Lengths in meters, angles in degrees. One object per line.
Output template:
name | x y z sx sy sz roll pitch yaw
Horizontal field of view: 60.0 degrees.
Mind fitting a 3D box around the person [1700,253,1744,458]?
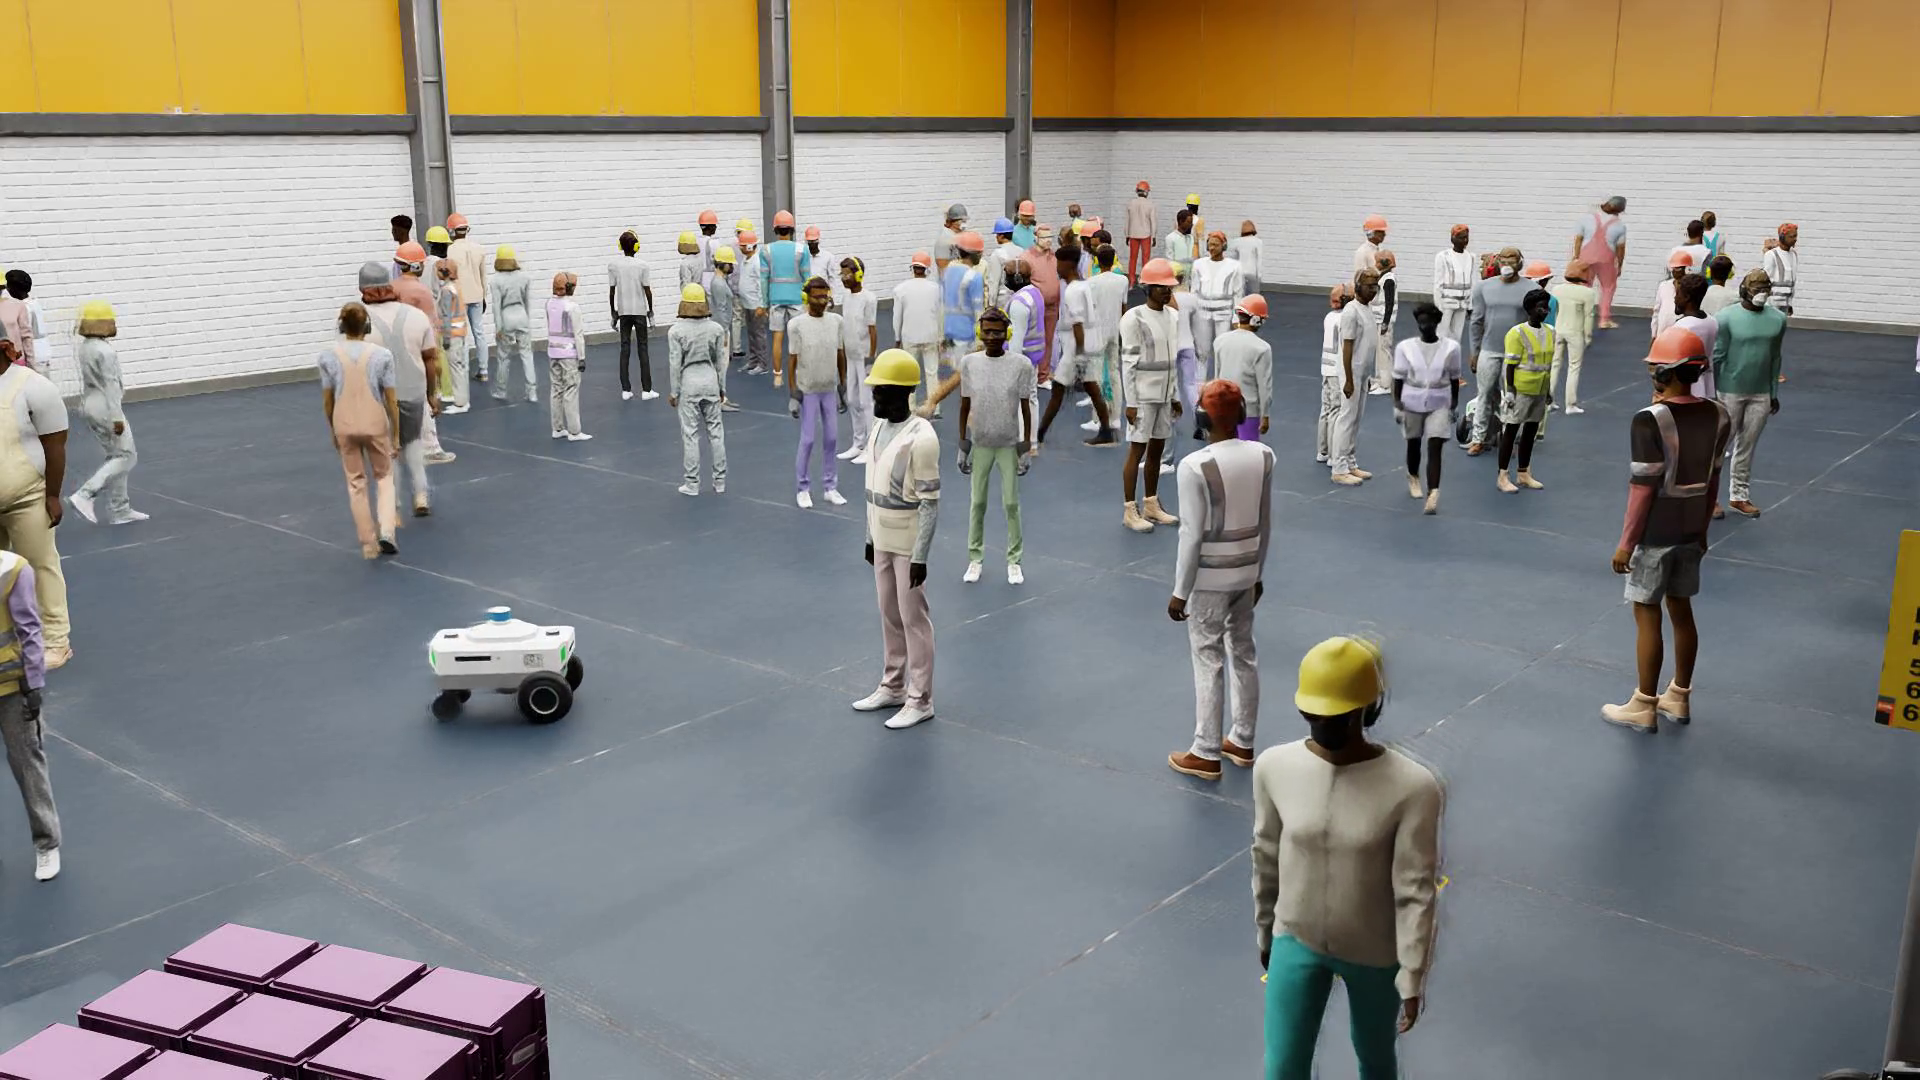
person | 6.853 -1.668 15.190 0.513 1.870 0.331 12 18 39

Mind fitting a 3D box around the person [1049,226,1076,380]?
person | 1.272 -2.823 19.887 0.519 1.833 0.354 -7 16 -25

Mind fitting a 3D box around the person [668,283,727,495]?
person | -2.175 -1.245 13.751 0.492 1.742 0.319 -8 16 -29

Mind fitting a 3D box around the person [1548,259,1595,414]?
person | 6.461 -2.149 17.605 0.279 1.625 0.495 -11 18 -37

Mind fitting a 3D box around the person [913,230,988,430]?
person | -0.056 -2.033 16.374 0.925 2.012 0.621 -8 16 -29

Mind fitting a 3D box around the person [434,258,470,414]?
person | -5.378 -2.159 17.634 0.309 1.634 0.527 -2 14 -7

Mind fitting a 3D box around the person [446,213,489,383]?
person | -5.850 -2.845 19.641 0.379 1.993 0.612 11 18 38

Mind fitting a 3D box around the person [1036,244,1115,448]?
person | 1.017 -1.810 15.660 0.991 1.910 0.657 4 15 15

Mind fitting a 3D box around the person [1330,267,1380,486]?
person | 3.371 -1.392 14.139 0.326 1.841 0.514 8 16 30

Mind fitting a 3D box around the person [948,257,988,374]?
person | 0.117 -2.818 20.018 0.571 1.751 0.329 -9 17 -33

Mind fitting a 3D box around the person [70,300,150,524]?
person | -6.521 -0.945 12.581 0.501 1.720 0.517 13 19 41

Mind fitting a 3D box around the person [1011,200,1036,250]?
person | 0.895 -3.676 22.965 0.613 1.991 0.391 -7 16 -26

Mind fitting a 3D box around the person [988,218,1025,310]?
person | 0.545 -2.819 19.651 0.414 1.939 0.606 12 18 40

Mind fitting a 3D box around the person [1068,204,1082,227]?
person | 2.053 -5.118 29.460 0.312 1.634 0.514 3 14 12

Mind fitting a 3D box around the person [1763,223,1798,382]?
person | 9.663 -2.796 19.665 0.584 1.882 0.337 -10 17 -34

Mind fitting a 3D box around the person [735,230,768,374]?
person | -2.557 -2.912 20.400 0.340 1.748 0.563 -7 16 -27

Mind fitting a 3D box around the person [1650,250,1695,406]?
person | 7.381 -2.112 17.194 0.330 1.751 0.563 -9 17 -32

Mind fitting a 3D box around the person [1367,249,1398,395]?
person | 4.788 -2.464 18.831 0.306 1.640 0.524 1 14 4

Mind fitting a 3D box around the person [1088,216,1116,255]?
person | 1.650 -3.037 20.580 0.407 1.910 0.639 -6 15 -22

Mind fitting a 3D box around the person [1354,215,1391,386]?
person | 4.758 -2.770 19.332 0.394 1.995 0.612 9 17 33

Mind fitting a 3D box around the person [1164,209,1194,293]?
person | 2.921 -3.465 22.298 0.389 1.910 0.598 12 18 39

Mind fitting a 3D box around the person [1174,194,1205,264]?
person | 3.696 -4.588 26.737 0.385 1.925 0.592 -13 19 -42

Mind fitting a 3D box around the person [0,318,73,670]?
person | -5.332 -0.267 9.242 0.678 2.000 0.537 1 14 3

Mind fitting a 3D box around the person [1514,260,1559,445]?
person | 5.463 -1.783 15.878 0.334 1.753 0.562 12 18 40

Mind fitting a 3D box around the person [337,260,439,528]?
person | -4.338 -1.103 12.581 0.716 2.000 0.536 -10 17 -35

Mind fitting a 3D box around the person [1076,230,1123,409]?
person | 1.530 -2.360 17.853 0.389 1.919 0.592 -8 16 -28

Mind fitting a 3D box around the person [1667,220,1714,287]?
person | 8.855 -2.905 20.093 0.846 1.882 0.609 -9 16 -31

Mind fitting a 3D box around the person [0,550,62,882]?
person | -3.897 0.594 6.630 0.518 1.633 0.314 -2 14 -7

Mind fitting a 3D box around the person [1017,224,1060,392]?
person | 0.932 -2.633 18.969 0.649 1.906 0.401 -12 18 -39

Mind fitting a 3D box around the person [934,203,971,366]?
person | -0.017 -3.254 21.176 0.536 2.000 0.683 7 16 27

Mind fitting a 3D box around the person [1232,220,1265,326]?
person | 4.355 -4.005 25.062 0.519 1.587 0.843 8 16 30

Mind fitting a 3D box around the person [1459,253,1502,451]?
person | 4.966 -1.755 15.580 0.389 1.847 0.566 9 16 31

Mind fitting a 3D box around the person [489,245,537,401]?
person | -4.965 -2.400 18.428 0.493 1.740 0.522 -11 18 -38

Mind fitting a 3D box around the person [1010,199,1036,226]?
person | 1.079 -4.841 28.016 0.568 1.796 0.649 -11 18 -36

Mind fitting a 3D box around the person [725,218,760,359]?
person | -2.786 -3.253 21.612 0.592 1.825 0.403 7 16 27

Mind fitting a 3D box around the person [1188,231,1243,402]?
person | 2.789 -2.433 18.218 0.575 1.882 0.361 7 16 25

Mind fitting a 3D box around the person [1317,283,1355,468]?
person | 3.376 -1.465 14.840 0.306 1.639 0.522 -2 14 -8
